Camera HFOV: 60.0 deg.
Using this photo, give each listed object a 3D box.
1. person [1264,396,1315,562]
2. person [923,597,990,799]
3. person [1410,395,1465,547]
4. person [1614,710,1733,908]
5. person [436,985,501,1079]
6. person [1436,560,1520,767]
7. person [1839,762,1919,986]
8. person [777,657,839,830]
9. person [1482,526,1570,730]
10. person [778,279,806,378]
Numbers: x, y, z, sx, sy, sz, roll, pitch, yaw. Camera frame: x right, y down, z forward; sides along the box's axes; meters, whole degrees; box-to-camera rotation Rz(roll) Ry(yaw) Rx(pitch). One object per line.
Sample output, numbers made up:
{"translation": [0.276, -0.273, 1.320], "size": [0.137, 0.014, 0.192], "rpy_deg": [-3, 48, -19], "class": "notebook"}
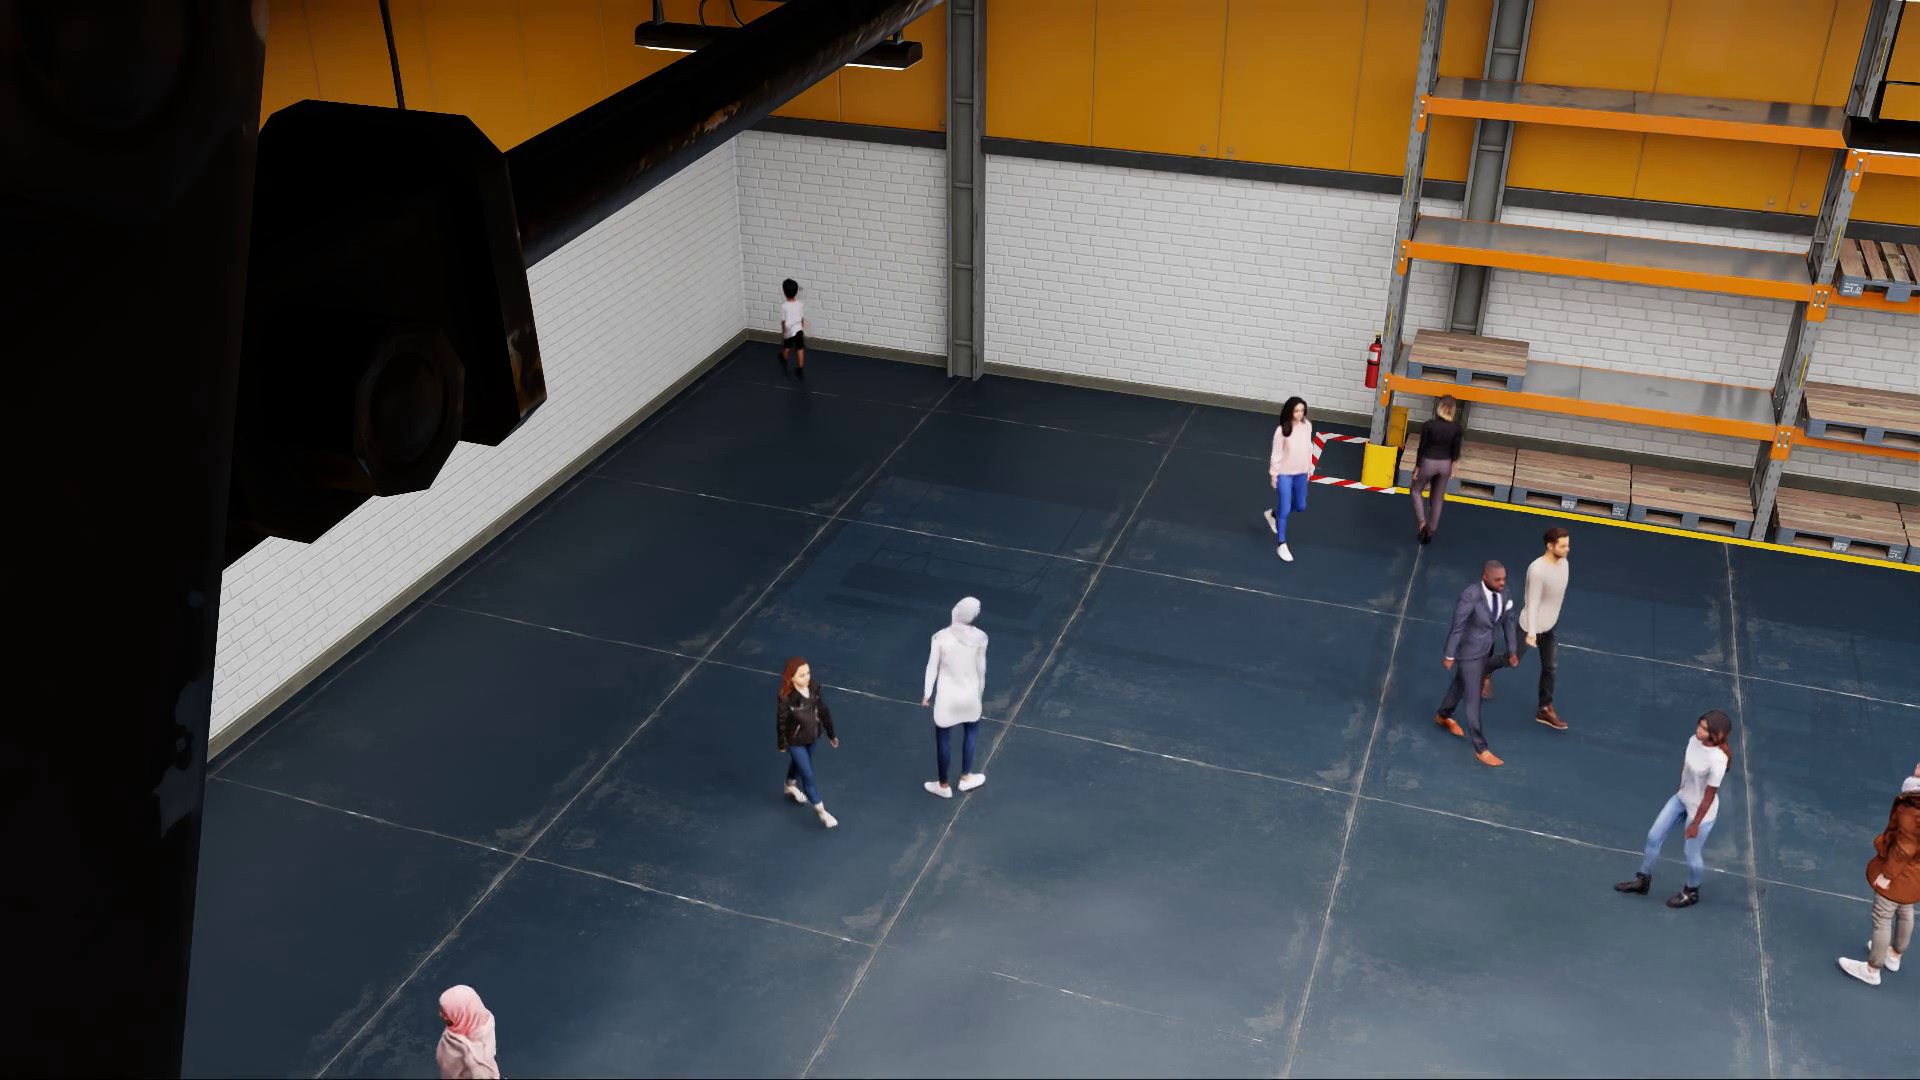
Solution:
{"translation": [3.298, -0.680, 16.840], "size": [0.937, 1.757, 0.995], "rpy_deg": [-12, 31, -21], "class": "person"}
{"translation": [-0.009, 1.266, 13.275], "size": [0.720, 1.756, 0.836], "rpy_deg": [-14, 31, -23], "class": "person"}
{"translation": [4.836, -0.657, 16.900], "size": [0.646, 1.660, 0.754], "rpy_deg": [0, 29, 0], "class": "person"}
{"translation": [5.386, 1.957, 12.058], "size": [0.950, 1.707, 0.827], "rpy_deg": [-3, 29, -6], "class": "person"}
{"translation": [-2.684, 3.250, 9.607], "size": [0.922, 1.784, 0.845], "rpy_deg": [-8, 30, -14], "class": "person"}
{"translation": [4.239, 0.902, 13.906], "size": [1.095, 1.789, 1.224], "rpy_deg": [-18, 33, -30], "class": "person"}
{"translation": [6.484, 2.249, 11.389], "size": [0.849, 1.836, 0.900], "rpy_deg": [-15, 32, -26], "class": "person"}
{"translation": [-1.279, 1.529, 13.126], "size": [1.038, 1.436, 0.812], "rpy_deg": [25, 37, 38], "class": "person"}
{"translation": [4.859, 0.700, 14.226], "size": [1.101, 1.837, 1.259], "rpy_deg": [-17, 33, -29], "class": "person"}
{"translation": [-2.080, -2.656, 21.011], "size": [0.812, 1.231, 0.849], "rpy_deg": [-11, 30, -19], "class": "person"}
